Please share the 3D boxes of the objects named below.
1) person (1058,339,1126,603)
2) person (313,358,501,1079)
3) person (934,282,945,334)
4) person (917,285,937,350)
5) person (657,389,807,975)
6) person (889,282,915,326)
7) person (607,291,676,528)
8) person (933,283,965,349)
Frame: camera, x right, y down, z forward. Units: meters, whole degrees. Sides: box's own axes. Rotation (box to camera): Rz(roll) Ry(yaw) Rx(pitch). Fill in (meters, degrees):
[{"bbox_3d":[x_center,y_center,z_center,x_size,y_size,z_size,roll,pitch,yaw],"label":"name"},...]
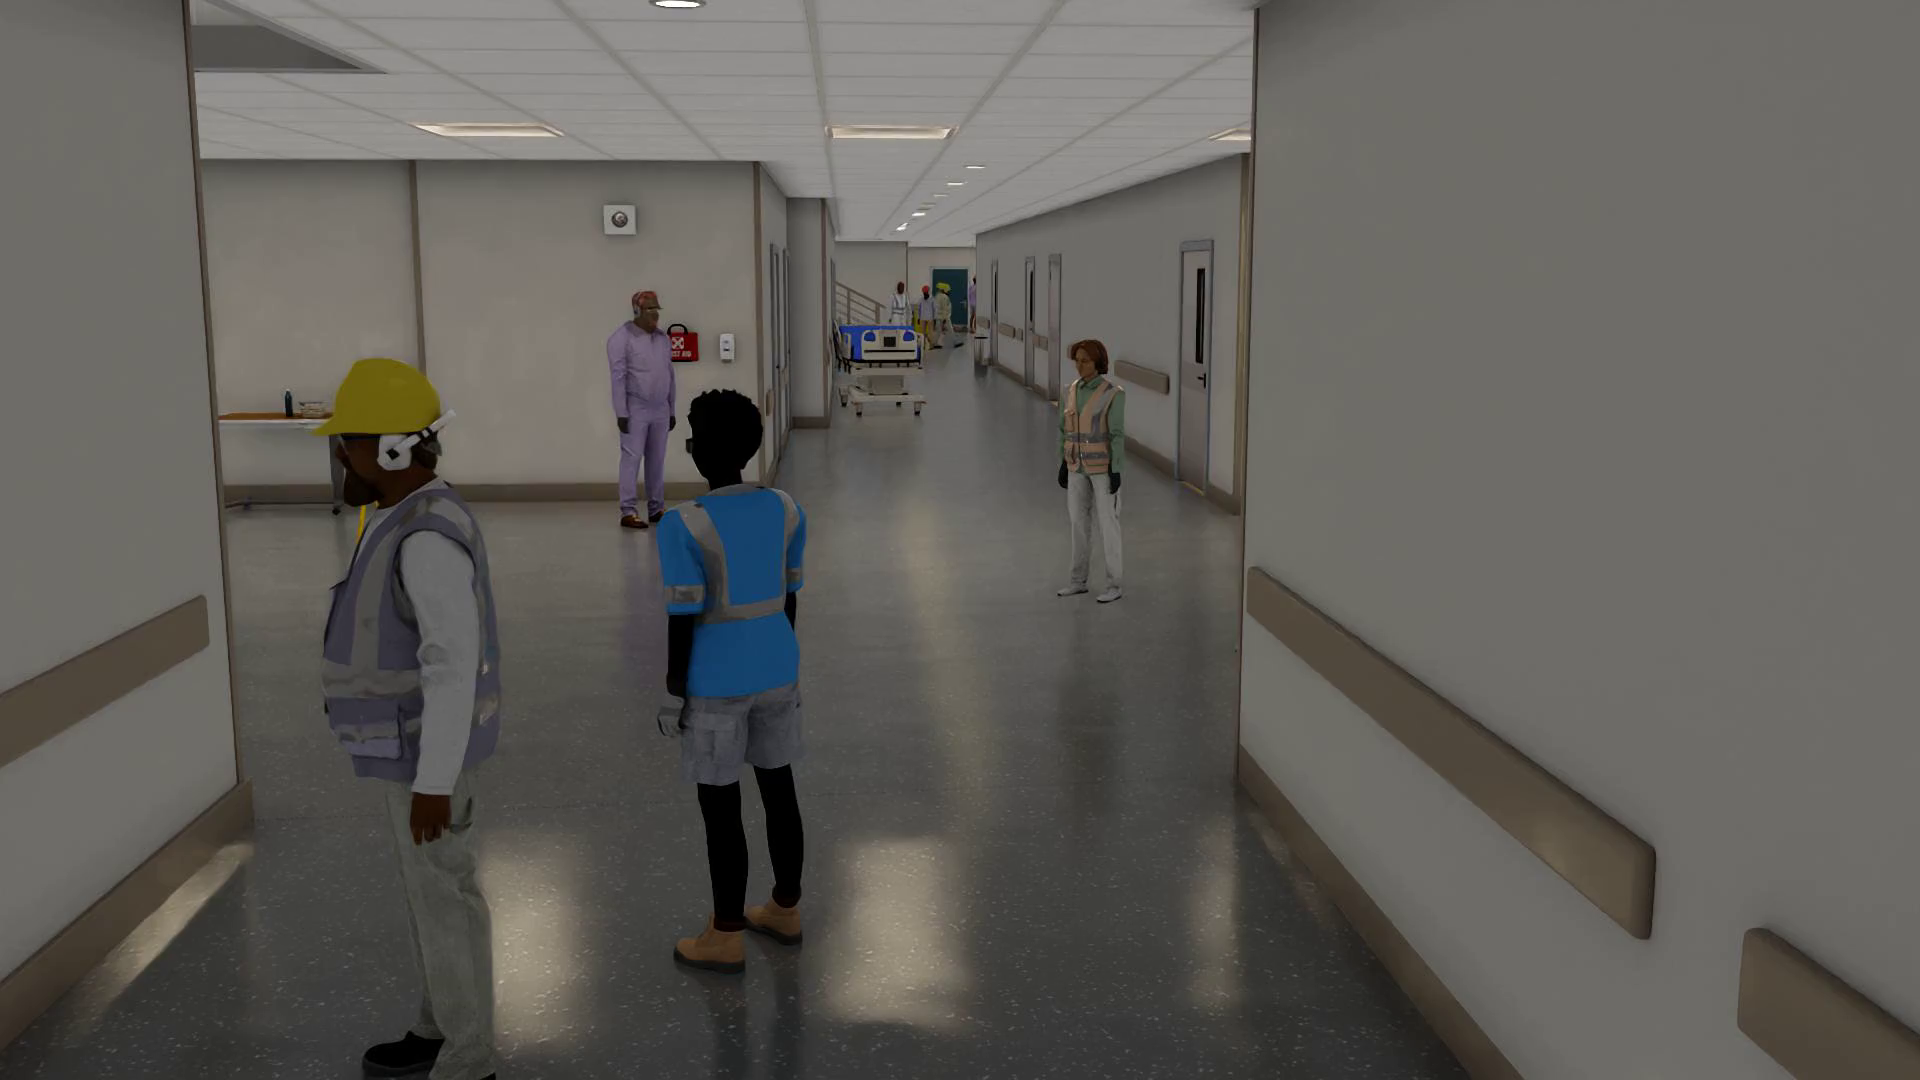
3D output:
[{"bbox_3d":[0.822,-0.430,10.353,0.514,1.630,0.318,9,13,44],"label":"person"},{"bbox_3d":[-1.306,0.482,3.983,0.404,1.830,0.600,-4,10,-24],"label":"person"},{"bbox_3d":[-0.700,-8.031,57.629,0.303,1.772,0.522,5,10,28],"label":"person"},{"bbox_3d":[-0.902,-5.990,44.860,0.573,1.749,0.342,4,10,22],"label":"person"},{"bbox_3d":[-0.661,0.410,4.855,0.322,1.697,0.535,8,12,40],"label":"person"},{"bbox_3d":[-1.612,-5.998,44.713,0.598,1.832,1.015,-8,12,-41],"label":"person"},{"bbox_3d":[-2.521,-1.049,13.401,0.400,1.901,0.645,7,11,37],"label":"person"},{"bbox_3d":[-0.348,-6.155,45.802,0.897,1.788,0.596,-4,10,-23],"label":"person"}]
